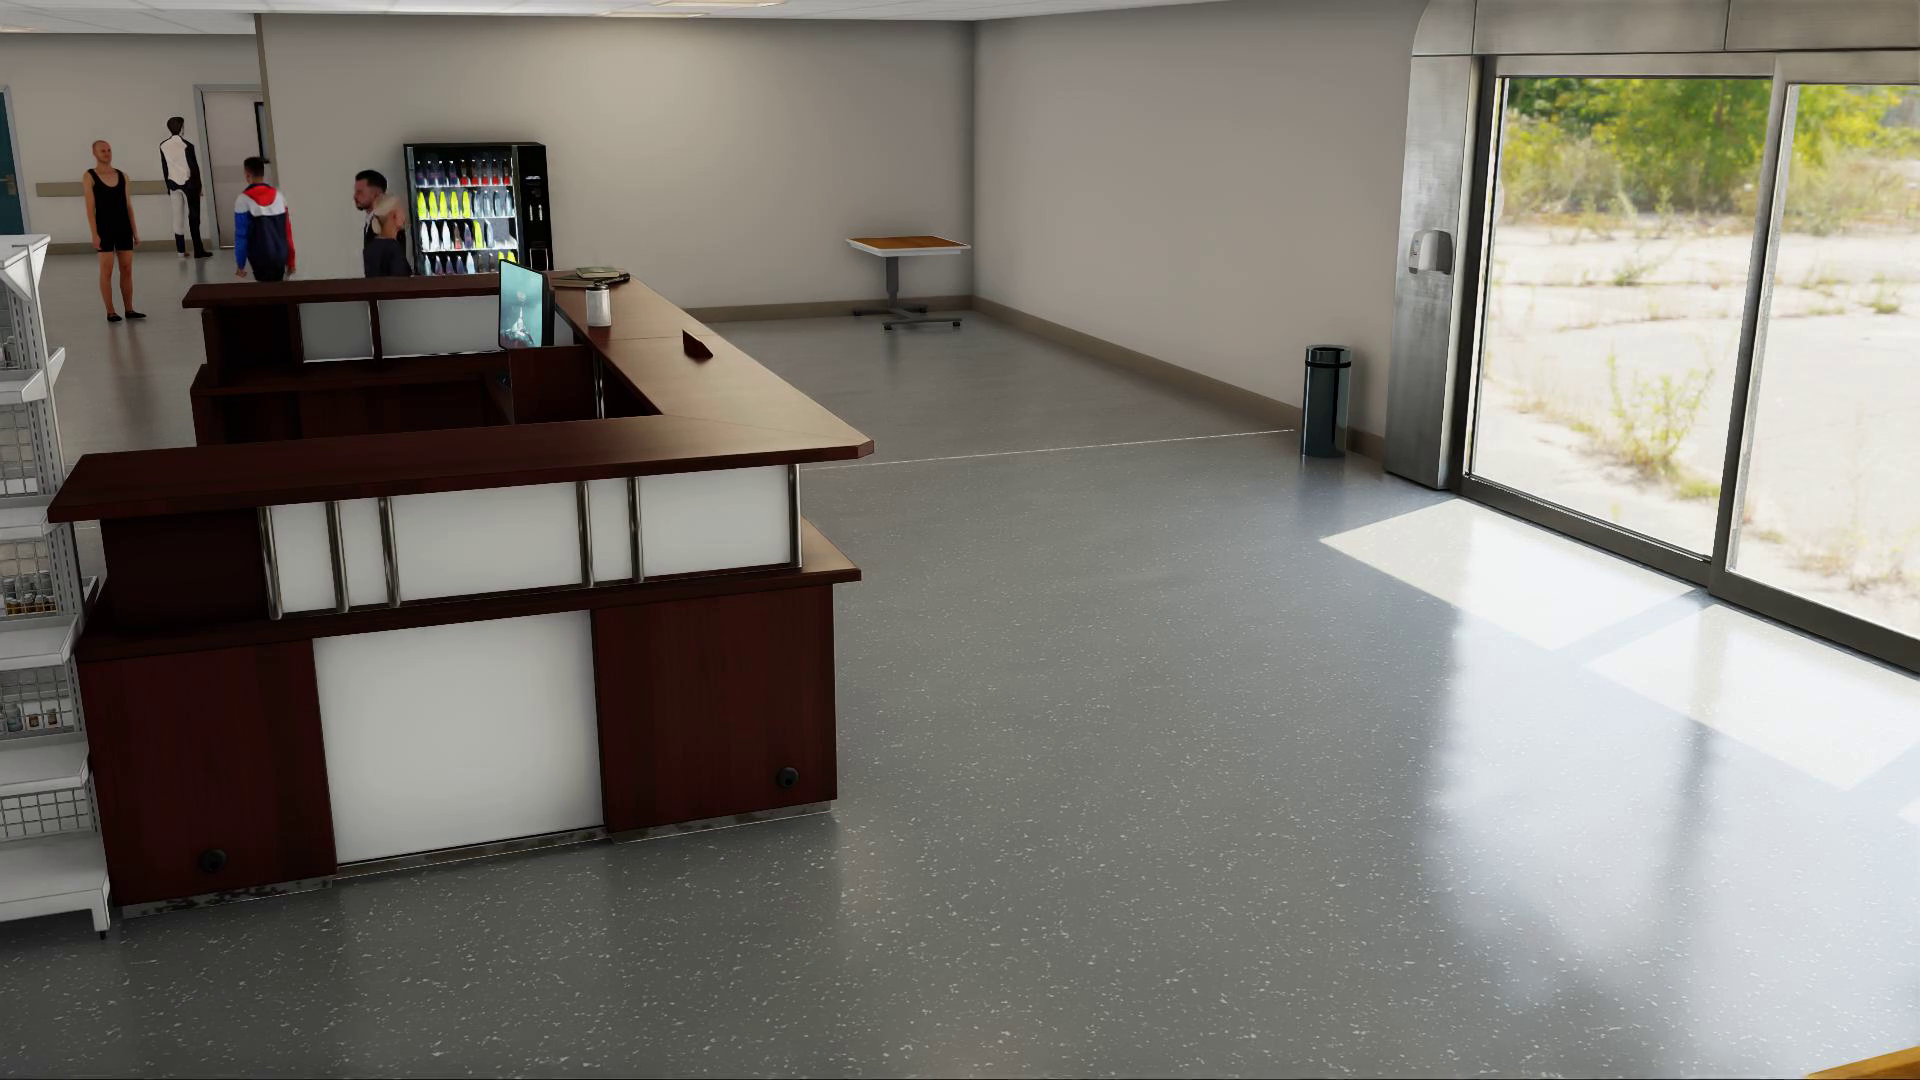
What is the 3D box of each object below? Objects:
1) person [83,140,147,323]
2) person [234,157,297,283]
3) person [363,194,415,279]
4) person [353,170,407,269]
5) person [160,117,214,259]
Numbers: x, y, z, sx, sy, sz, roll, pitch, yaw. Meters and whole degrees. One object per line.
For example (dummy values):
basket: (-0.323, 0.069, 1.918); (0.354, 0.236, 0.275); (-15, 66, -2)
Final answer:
person: (-8.690, -3.170, 17.049); (0.762, 1.816, 0.675); (9, 18, 29)
person: (-6.118, -2.503, 14.828); (0.954, 1.736, 0.935); (12, 19, 36)
person: (-3.845, -1.402, 10.976); (0.812, 1.708, 0.886); (12, 20, 36)
person: (-3.934, -1.659, 11.686); (0.678, 1.818, 0.697); (-5, 17, -18)
person: (-10.653, -4.834, 22.810); (0.708, 1.893, 0.833); (3, 16, 9)
